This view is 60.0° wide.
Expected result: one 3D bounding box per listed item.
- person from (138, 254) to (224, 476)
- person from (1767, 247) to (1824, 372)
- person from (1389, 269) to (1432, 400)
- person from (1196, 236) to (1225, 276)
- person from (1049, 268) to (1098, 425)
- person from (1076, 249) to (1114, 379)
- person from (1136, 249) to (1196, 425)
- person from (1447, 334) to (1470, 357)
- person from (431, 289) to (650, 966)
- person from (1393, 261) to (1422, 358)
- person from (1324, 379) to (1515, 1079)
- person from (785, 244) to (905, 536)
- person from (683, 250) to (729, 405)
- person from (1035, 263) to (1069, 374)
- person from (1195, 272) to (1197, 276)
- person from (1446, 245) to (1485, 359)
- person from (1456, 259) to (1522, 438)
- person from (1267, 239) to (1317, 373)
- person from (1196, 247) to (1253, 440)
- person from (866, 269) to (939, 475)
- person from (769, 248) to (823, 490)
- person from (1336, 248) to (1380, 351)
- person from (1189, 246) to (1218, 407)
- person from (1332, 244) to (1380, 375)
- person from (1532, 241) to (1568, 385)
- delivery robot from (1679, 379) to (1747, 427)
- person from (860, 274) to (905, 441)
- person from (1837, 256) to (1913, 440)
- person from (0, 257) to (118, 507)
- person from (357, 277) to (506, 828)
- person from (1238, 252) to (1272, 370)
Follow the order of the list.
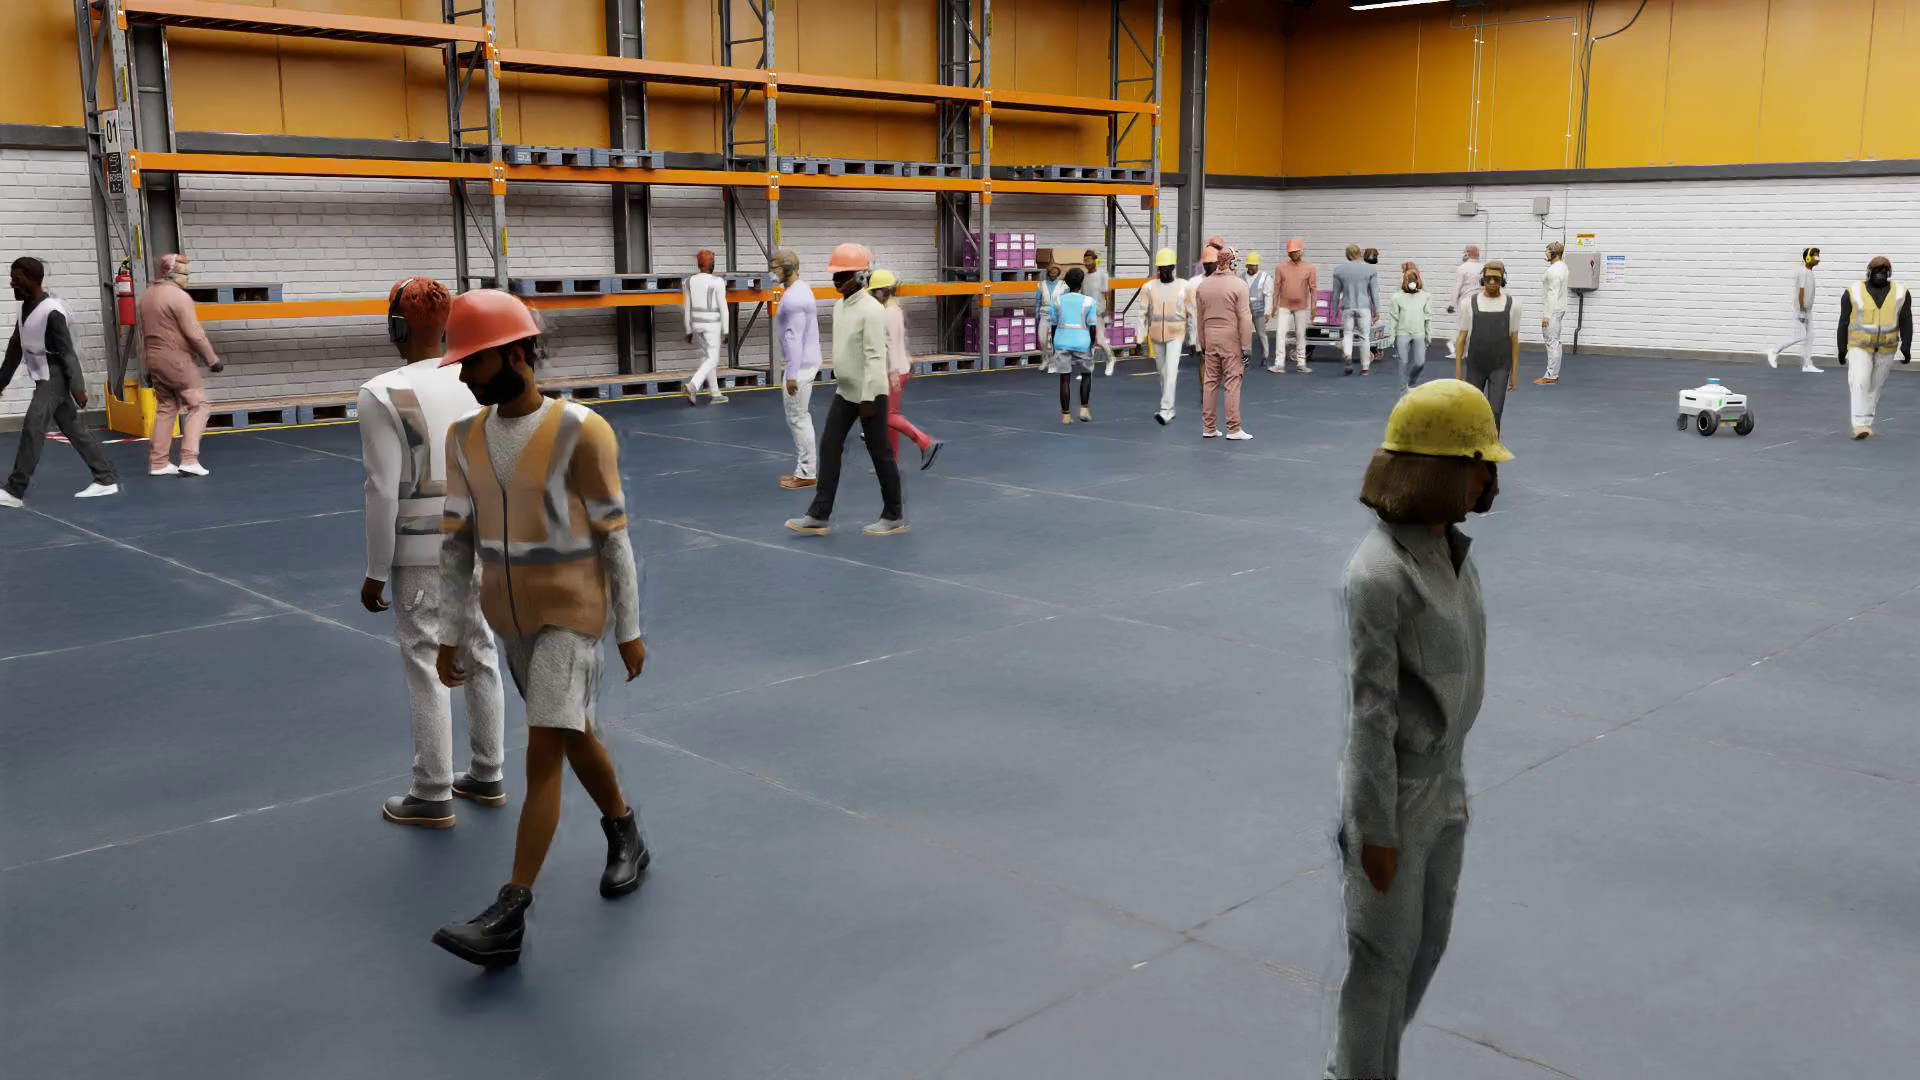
[{"bbox_3d":[-6.522,-1.451,13.925,0.662,1.868,0.509,8,13,37],"label":"person"},{"bbox_3d":[12.483,-3.416,24.692,0.703,1.856,0.523,10,14,43],"label":"person"},{"bbox_3d":[5.406,-2.437,19.980,0.518,1.617,0.366,1,10,4],"label":"person"},{"bbox_3d":[3.985,-3.683,25.755,0.632,1.994,0.978,6,12,31],"label":"person"},{"bbox_3d":[1.218,-2.066,17.803,0.537,1.681,0.498,2,11,13],"label":"person"},{"bbox_3d":[1.949,-3.206,23.646,0.558,1.832,0.856,7,13,34],"label":"person"},{"bbox_3d":[2.203,-2.184,17.904,0.615,1.868,0.994,5,11,25],"label":"person"},{"bbox_3d":[8.393,-3.821,27.521,0.494,1.617,0.520,3,11,16],"label":"person"},{"bbox_3d":[-1.233,0.220,4.806,0.568,1.866,1.021,4,11,21],"label":"person"},{"bbox_3d":[7.391,-3.753,27.203,0.503,1.605,0.756,-8,13,-36],"label":"person"},{"bbox_3d":[0.929,0.538,3.497,0.433,1.749,0.502,8,13,36],"label":"person"},{"bbox_3d":[-0.766,-0.973,11.068,0.928,1.951,0.646,-7,12,-32],"label":"person"},{"bbox_3d":[-3.042,-2.516,19.774,0.584,1.858,0.835,6,12,29],"label":"person"},{"bbox_3d":[1.338,-3.237,24.354,0.518,1.617,0.383,3,11,15],"label":"person"},{"bbox_3d":[3.928,-3.592,25.826,0.634,1.787,0.966,3,11,17],"label":"person"},{"bbox_3d":[8.256,-3.825,26.881,0.646,1.872,0.912,-8,13,-37],"label":"person"},{"bbox_3d":[4.466,-1.458,14.084,0.518,1.825,0.662,3,11,16],"label":"person"},{"bbox_3d":[4.910,-3.429,24.461,0.672,1.969,0.531,3,11,15],"label":"person"},{"bbox_3d":[2.648,-1.944,16.513,0.408,1.909,0.638,-9,14,-42],"label":"person"},{"bbox_3d":[-0.511,-1.396,13.983,0.574,1.740,0.537,1,10,4],"label":"person"},{"bbox_3d":[-1.304,-1.353,13.250,0.412,1.920,0.646,0,10,-1],"label":"person"},{"bbox_3d":[6.801,-4.040,28.193,0.734,1.819,0.641,6,12,28],"label":"person"},{"bbox_3d":[2.983,-2.531,19.765,0.563,1.882,0.989,1,10,3],"label":"person"},{"bbox_3d":[5.695,-3.305,23.963,0.696,1.904,0.632,3,11,18],"label":"person"},{"bbox_3d":[8.016,-3.063,22.526,0.372,1.940,0.630,6,12,28],"label":"person"},{"bbox_3d":[7.702,-1.409,17.023,0.477,0.478,0.707,-2,11,-11],"label":"delivery robot"},{"bbox_3d":[-0.853,-1.748,16.099,0.544,1.664,0.805,6,12,29],"label":"person"},{"bbox_3d":[9.067,-1.887,16.466,0.640,1.799,0.911,3,11,15],"label":"person"},{"bbox_3d":[-6.927,-1.195,12.564,1.035,1.861,0.596,-10,14,-43],"label":"person"},{"bbox_3d":[-1.805,0.046,5.724,0.354,1.883,0.576,6,12,31],"label":"person"},{"bbox_3d":[4.499,-3.492,25.309,0.593,1.786,0.901,6,12,29],"label":"person"}]
